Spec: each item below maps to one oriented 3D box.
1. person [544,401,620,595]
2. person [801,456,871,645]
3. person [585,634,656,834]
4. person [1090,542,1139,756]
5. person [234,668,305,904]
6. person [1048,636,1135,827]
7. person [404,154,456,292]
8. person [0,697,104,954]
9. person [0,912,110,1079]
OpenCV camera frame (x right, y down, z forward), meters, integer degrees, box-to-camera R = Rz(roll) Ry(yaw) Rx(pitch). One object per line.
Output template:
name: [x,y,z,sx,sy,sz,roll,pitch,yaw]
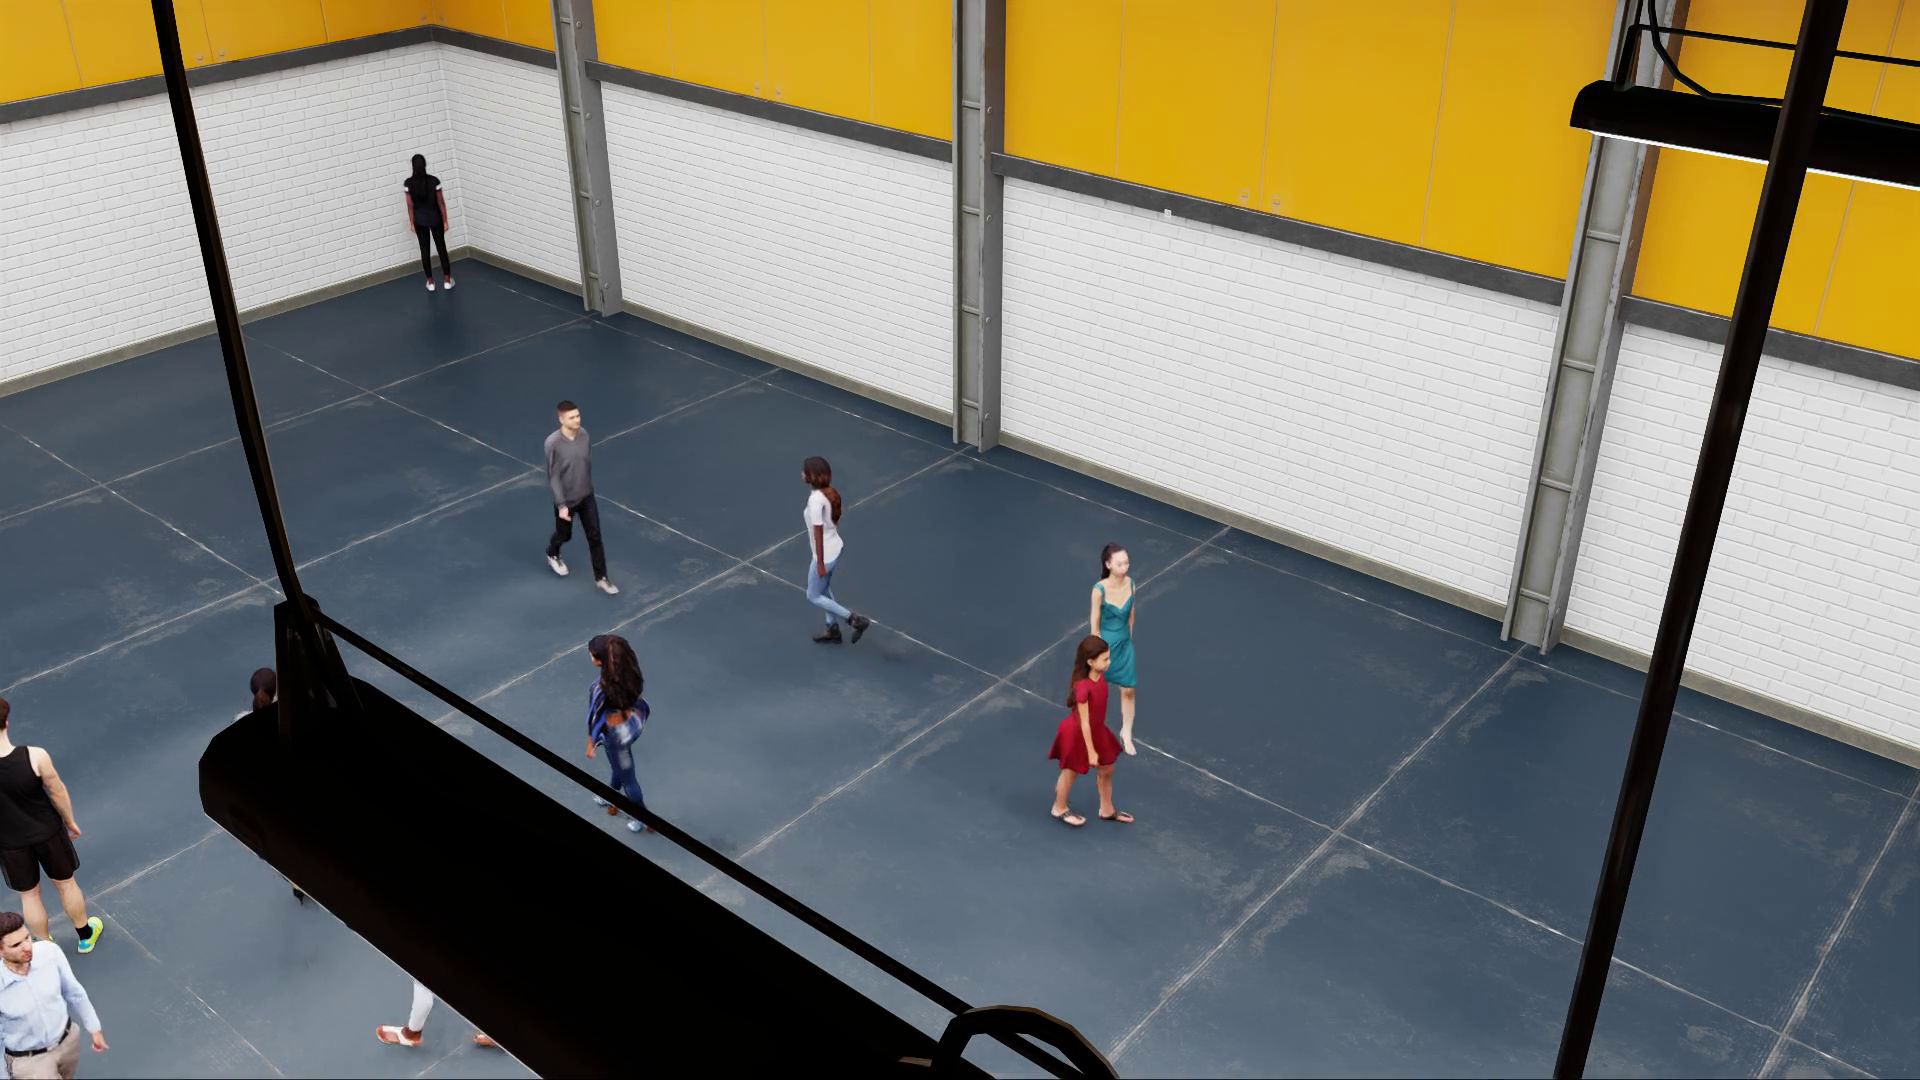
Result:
person: [-3.385,-0.389,14.322,0.683,1.735,1.121,-25,37,-38]
person: [-1.013,0.134,13.392,0.896,1.709,0.813,5,29,9]
person: [-2.247,1.339,11.289,0.868,1.606,0.735,12,31,21]
person: [1.066,0.750,12.312,0.760,1.662,0.884,-9,30,-16]
person: [-4.374,1.624,10.730,0.983,1.641,1.109,-7,29,-13]
person: [0.780,1.313,11.416,0.841,1.531,0.636,15,32,26]
person: [-6.700,-4.008,20.964,0.702,1.730,0.732,-7,29,-12]
person: [-5.697,1.789,10.168,0.764,1.891,0.713,-15,32,-26]
person: [-4.832,2.644,8.689,1.263,1.806,0.813,14,32,24]
